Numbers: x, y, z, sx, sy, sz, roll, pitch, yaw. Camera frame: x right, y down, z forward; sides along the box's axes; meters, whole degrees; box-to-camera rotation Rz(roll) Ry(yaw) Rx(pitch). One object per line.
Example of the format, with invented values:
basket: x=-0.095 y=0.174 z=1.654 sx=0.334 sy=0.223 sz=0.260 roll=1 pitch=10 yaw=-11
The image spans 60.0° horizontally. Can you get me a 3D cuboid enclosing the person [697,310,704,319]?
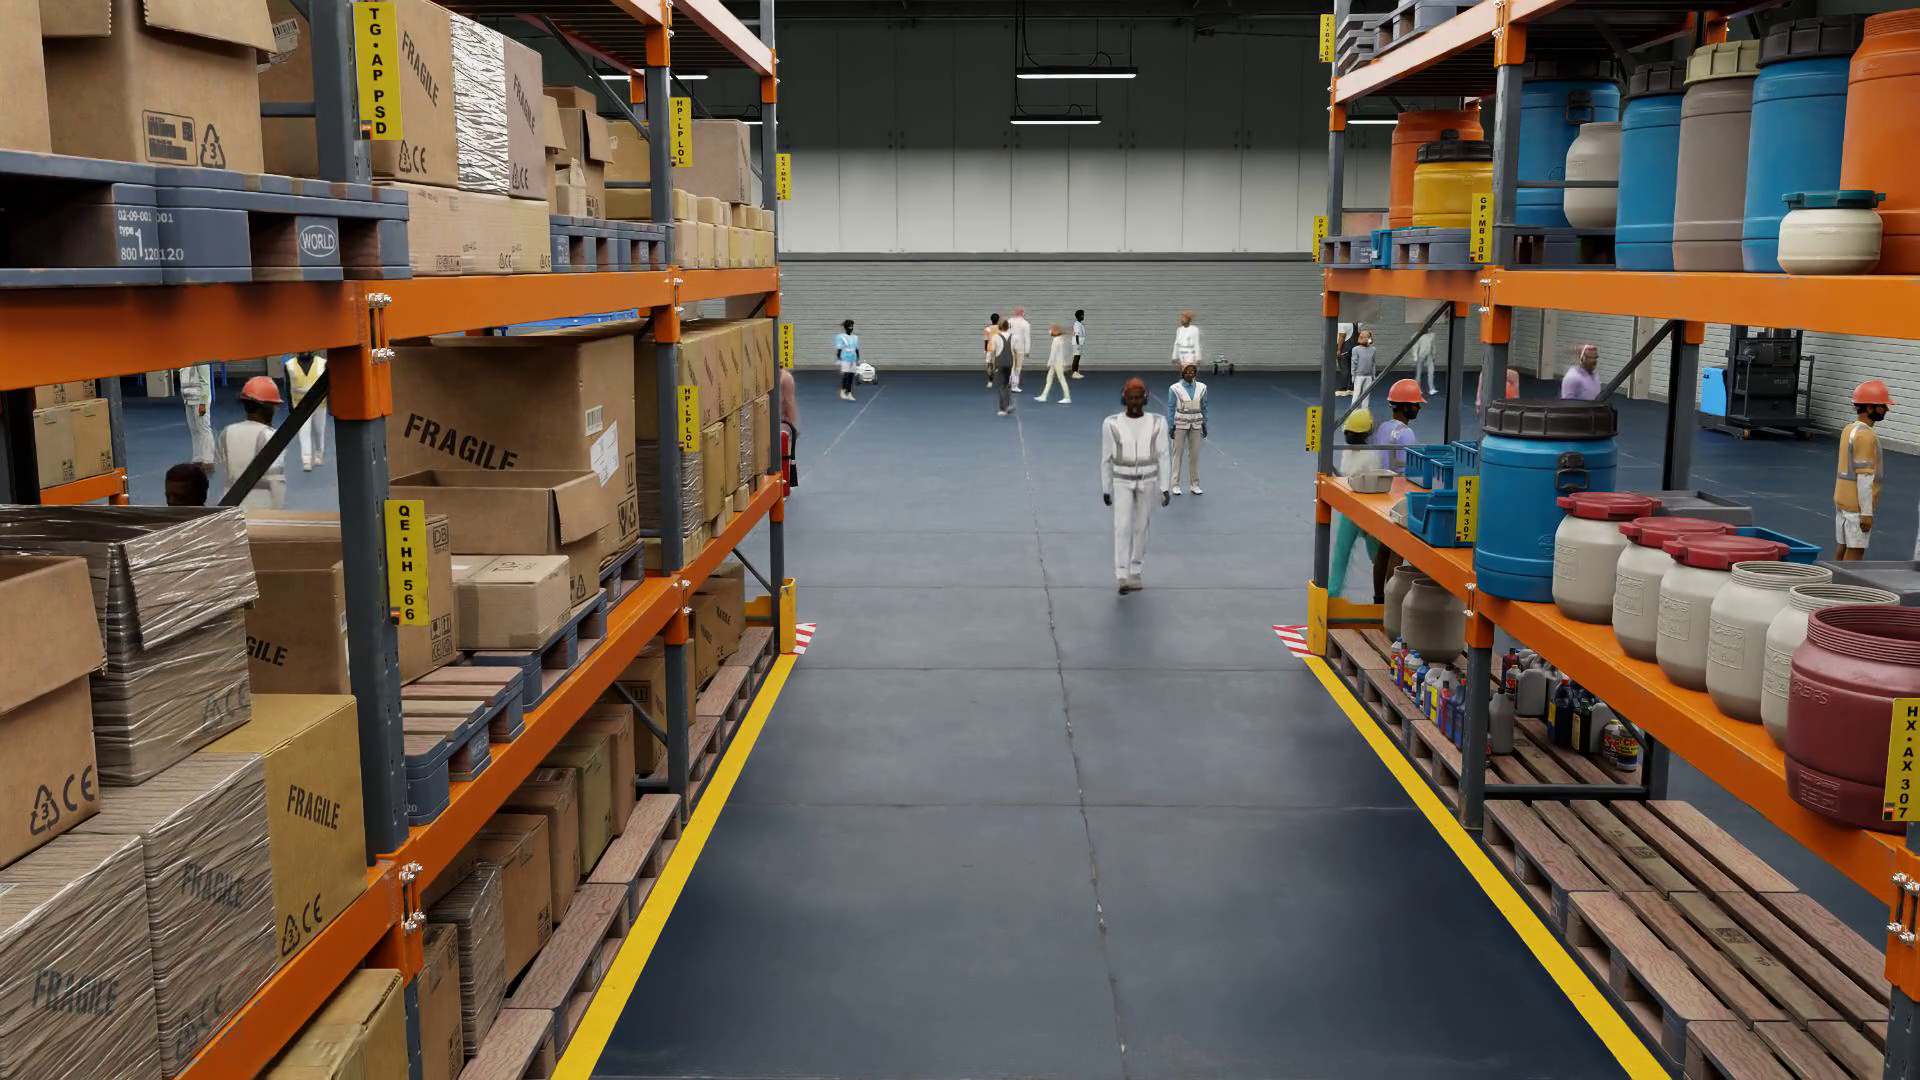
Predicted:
person: x=-5.470 y=-3.784 z=34.210 sx=0.647 sy=1.895 sz=1.008 roll=5 pitch=11 yaw=28

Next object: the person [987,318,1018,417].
person: x=0.779 y=-3.231 z=31.053 sx=0.529 sy=1.822 sz=0.651 roll=-4 pitch=10 yaw=-22

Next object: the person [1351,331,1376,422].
person: x=7.220 y=-2.920 z=29.746 sx=0.507 sy=1.634 sz=0.274 roll=-4 pitch=10 yaw=-20

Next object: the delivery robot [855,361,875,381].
delivery robot: x=-2.244 y=-3.984 z=39.186 sx=0.477 sy=0.478 sz=0.707 roll=-3 pitch=10 yaw=-17

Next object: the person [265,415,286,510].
person: x=-6.371 y=-0.465 z=15.132 sx=0.805 sy=1.610 sz=0.519 roll=-6 pitch=11 yaw=-33

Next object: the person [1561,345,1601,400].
person: x=7.395 y=-1.340 z=19.538 sx=0.634 sy=1.889 sz=0.657 roll=9 pitch=13 yaw=43

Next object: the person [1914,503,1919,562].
person: x=6.282 y=0.219 z=10.425 sx=0.602 sy=1.809 sz=0.700 roll=1 pitch=10 yaw=5

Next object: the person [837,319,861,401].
person: x=-2.282 y=-3.689 z=34.180 sx=0.555 sy=1.683 sz=0.368 roll=-9 pitch=13 yaw=-43

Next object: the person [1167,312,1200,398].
person: x=4.536 y=-3.716 z=33.913 sx=0.966 sy=1.833 sz=0.601 roll=-6 pitch=11 yaw=-32

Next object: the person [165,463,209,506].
person: x=-3.810 y=0.538 z=8.349 sx=0.586 sy=1.874 sz=1.019 roll=2 pitch=10 yaw=14

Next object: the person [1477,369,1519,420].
person: x=7.332 y=-1.781 z=22.679 sx=0.545 sy=1.719 sz=0.919 roll=2 pitch=10 yaw=14

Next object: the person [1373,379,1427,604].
person: x=3.484 y=-0.304 z=13.177 sx=0.356 sy=1.937 sz=0.552 roll=-2 pitch=10 yaw=-10

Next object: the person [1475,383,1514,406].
person: x=4.462 y=-0.364 z=13.635 sx=0.645 sy=1.904 sz=0.588 roll=-7 pitch=12 yaw=-35

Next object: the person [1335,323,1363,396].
person: x=8.294 y=-4.108 z=35.780 sx=0.672 sy=2.000 sz=0.536 roll=-7 pitch=12 yaw=-38

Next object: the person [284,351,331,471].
person: x=-9.041 y=-1.904 z=23.140 sx=0.625 sy=1.819 sz=0.851 roll=-3 pitch=10 yaw=-20

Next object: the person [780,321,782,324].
person: x=-4.502 y=-4.630 z=39.257 sx=0.591 sy=1.887 sz=0.954 roll=-2 pitch=10 yaw=-9

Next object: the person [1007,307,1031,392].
person: x=1.261 y=-4.206 z=36.713 sx=0.672 sy=1.878 sz=0.496 roll=8 pitch=13 yaw=41

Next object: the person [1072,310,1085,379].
person: x=2.920 y=-4.833 z=41.048 sx=0.322 sy=1.689 sz=0.530 roll=2 pitch=10 yaw=12

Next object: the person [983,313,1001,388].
person: x=0.794 y=-4.301 z=37.875 sx=0.558 sy=1.712 sz=0.353 roll=-2 pitch=10 yaw=-12

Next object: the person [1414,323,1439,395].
person: x=10.048 y=-3.916 z=35.779 sx=0.531 sy=1.599 sz=0.789 roll=-2 pitch=10 yaw=-10

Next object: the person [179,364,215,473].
person: x=-10.400 y=-1.889 z=22.635 sx=0.605 sy=1.948 sz=0.387 roll=8 pitch=13 yaw=41

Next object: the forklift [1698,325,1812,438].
forklift: x=13.248 y=-3.165 z=27.620 sx=1.129 sy=2.768 sz=1.873 roll=0 pitch=9 yaw=1

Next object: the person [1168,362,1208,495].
person: x=2.804 y=-1.377 z=20.514 sx=0.515 sy=1.635 sz=0.313 roll=-2 pitch=10 yaw=-14

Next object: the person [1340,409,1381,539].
person: x=3.211 y=-0.216 z=13.358 sx=0.905 sy=1.694 sz=0.575 roll=-4 pitch=10 yaw=-22

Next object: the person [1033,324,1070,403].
person: x=1.876 y=-3.577 z=33.793 sx=0.825 sy=1.597 sz=0.515 roll=0 pitch=9 yaw=1

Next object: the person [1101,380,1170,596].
person: x=1.516 y=-0.443 z=14.305 sx=0.580 sy=1.839 sz=0.956 roll=0 pitch=9 yaw=0

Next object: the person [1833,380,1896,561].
person: x=7.047 y=-0.279 z=13.019 sx=0.361 sy=1.940 sz=0.543 roll=2 pitch=10 yaw=14

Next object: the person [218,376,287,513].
person: x=-5.135 y=-0.192 z=12.249 sx=0.625 sy=2.017 sz=0.605 roll=3 pitch=10 yaw=20

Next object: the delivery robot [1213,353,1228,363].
delivery robot: x=6.677 y=-4.650 z=42.410 sx=0.335 sy=0.223 sz=0.699 roll=4 pitch=10 yaw=21

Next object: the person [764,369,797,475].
person: x=-2.312 y=-1.409 z=20.064 sx=0.672 sy=1.856 sz=1.007 roll=5 pitch=11 yaw=29
